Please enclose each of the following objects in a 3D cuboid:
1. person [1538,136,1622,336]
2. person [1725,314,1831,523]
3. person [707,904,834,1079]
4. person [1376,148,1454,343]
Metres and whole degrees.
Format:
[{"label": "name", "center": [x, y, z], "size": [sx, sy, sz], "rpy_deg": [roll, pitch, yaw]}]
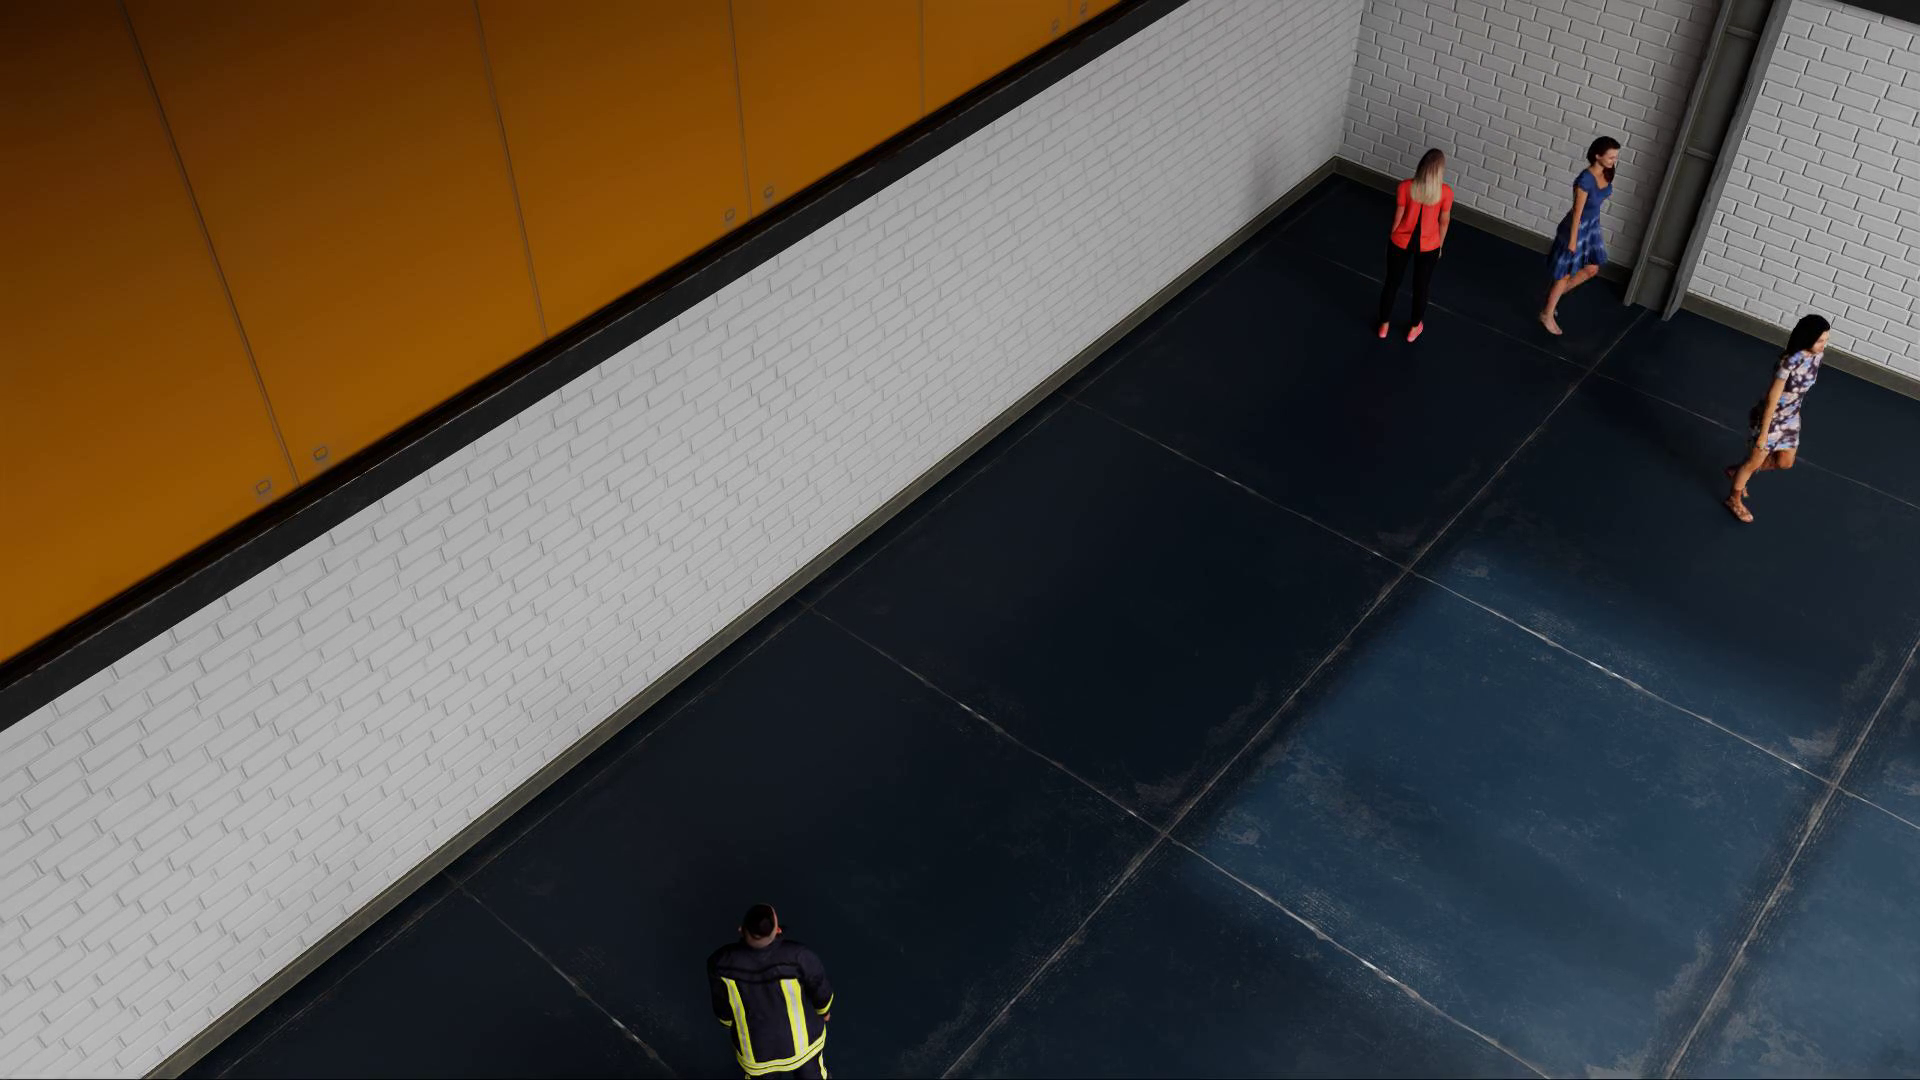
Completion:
[{"label": "person", "center": [4.869, -2.441, 13.281], "size": [0.666, 1.790, 0.658], "rpy_deg": [32, 52, 29]}, {"label": "person", "center": [5.676, -0.893, 11.702], "size": [0.713, 1.727, 0.771], "rpy_deg": [-18, 47, -18]}, {"label": "person", "center": [-0.917, 2.333, 8.219], "size": [0.869, 1.860, 0.933], "rpy_deg": [-3, 44, -3]}, {"label": "person", "center": [3.619, -2.350, 13.256], "size": [0.595, 1.693, 0.725], "rpy_deg": [12, 45, 12]}]
